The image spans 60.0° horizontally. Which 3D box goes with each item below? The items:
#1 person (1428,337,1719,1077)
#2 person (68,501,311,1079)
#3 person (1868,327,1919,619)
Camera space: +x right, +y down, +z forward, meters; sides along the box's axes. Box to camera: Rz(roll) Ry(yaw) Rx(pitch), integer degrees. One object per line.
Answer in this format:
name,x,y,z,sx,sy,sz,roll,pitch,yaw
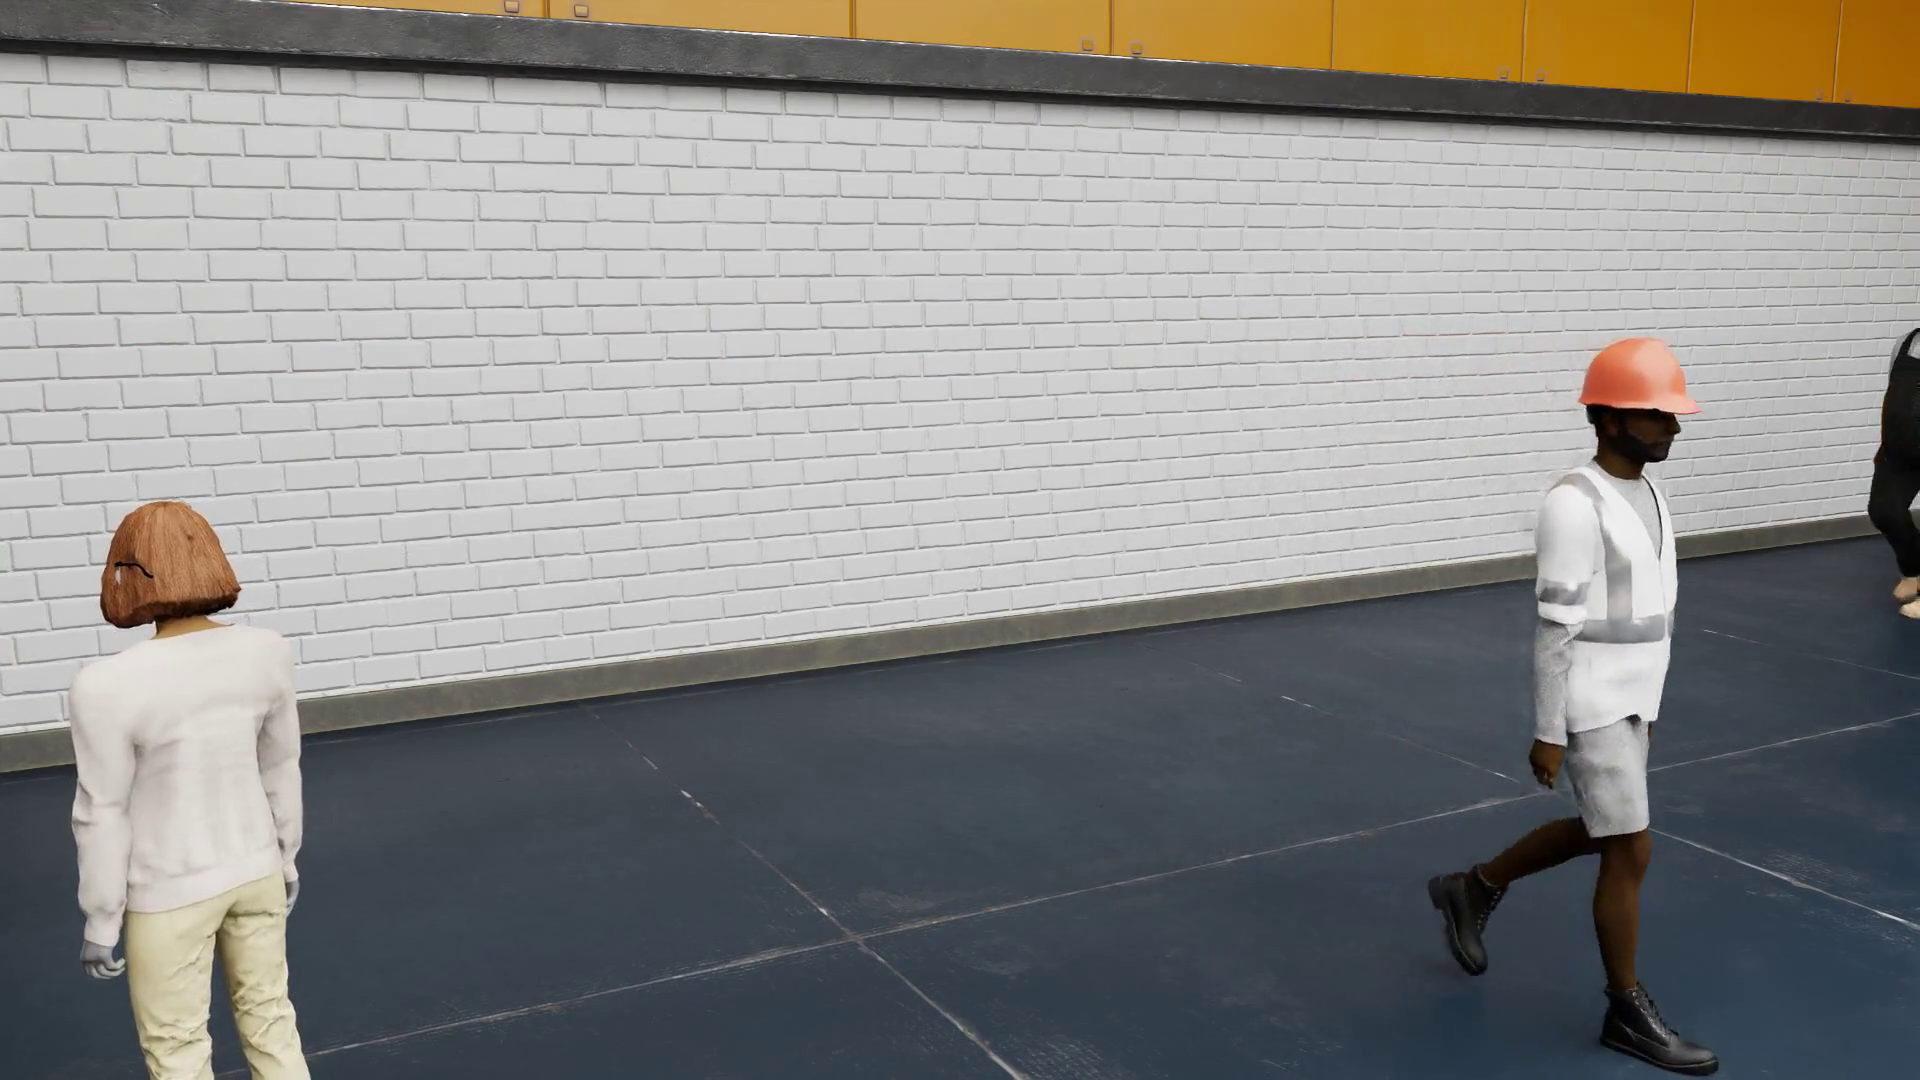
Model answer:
person,1.667,0.406,4.489,0.548,1.915,0.831,-9,14,-43
person,-1.570,0.729,3.443,0.278,1.624,0.495,5,11,28
person,5.617,-0.553,9.627,0.536,2.000,0.707,-5,11,-26
